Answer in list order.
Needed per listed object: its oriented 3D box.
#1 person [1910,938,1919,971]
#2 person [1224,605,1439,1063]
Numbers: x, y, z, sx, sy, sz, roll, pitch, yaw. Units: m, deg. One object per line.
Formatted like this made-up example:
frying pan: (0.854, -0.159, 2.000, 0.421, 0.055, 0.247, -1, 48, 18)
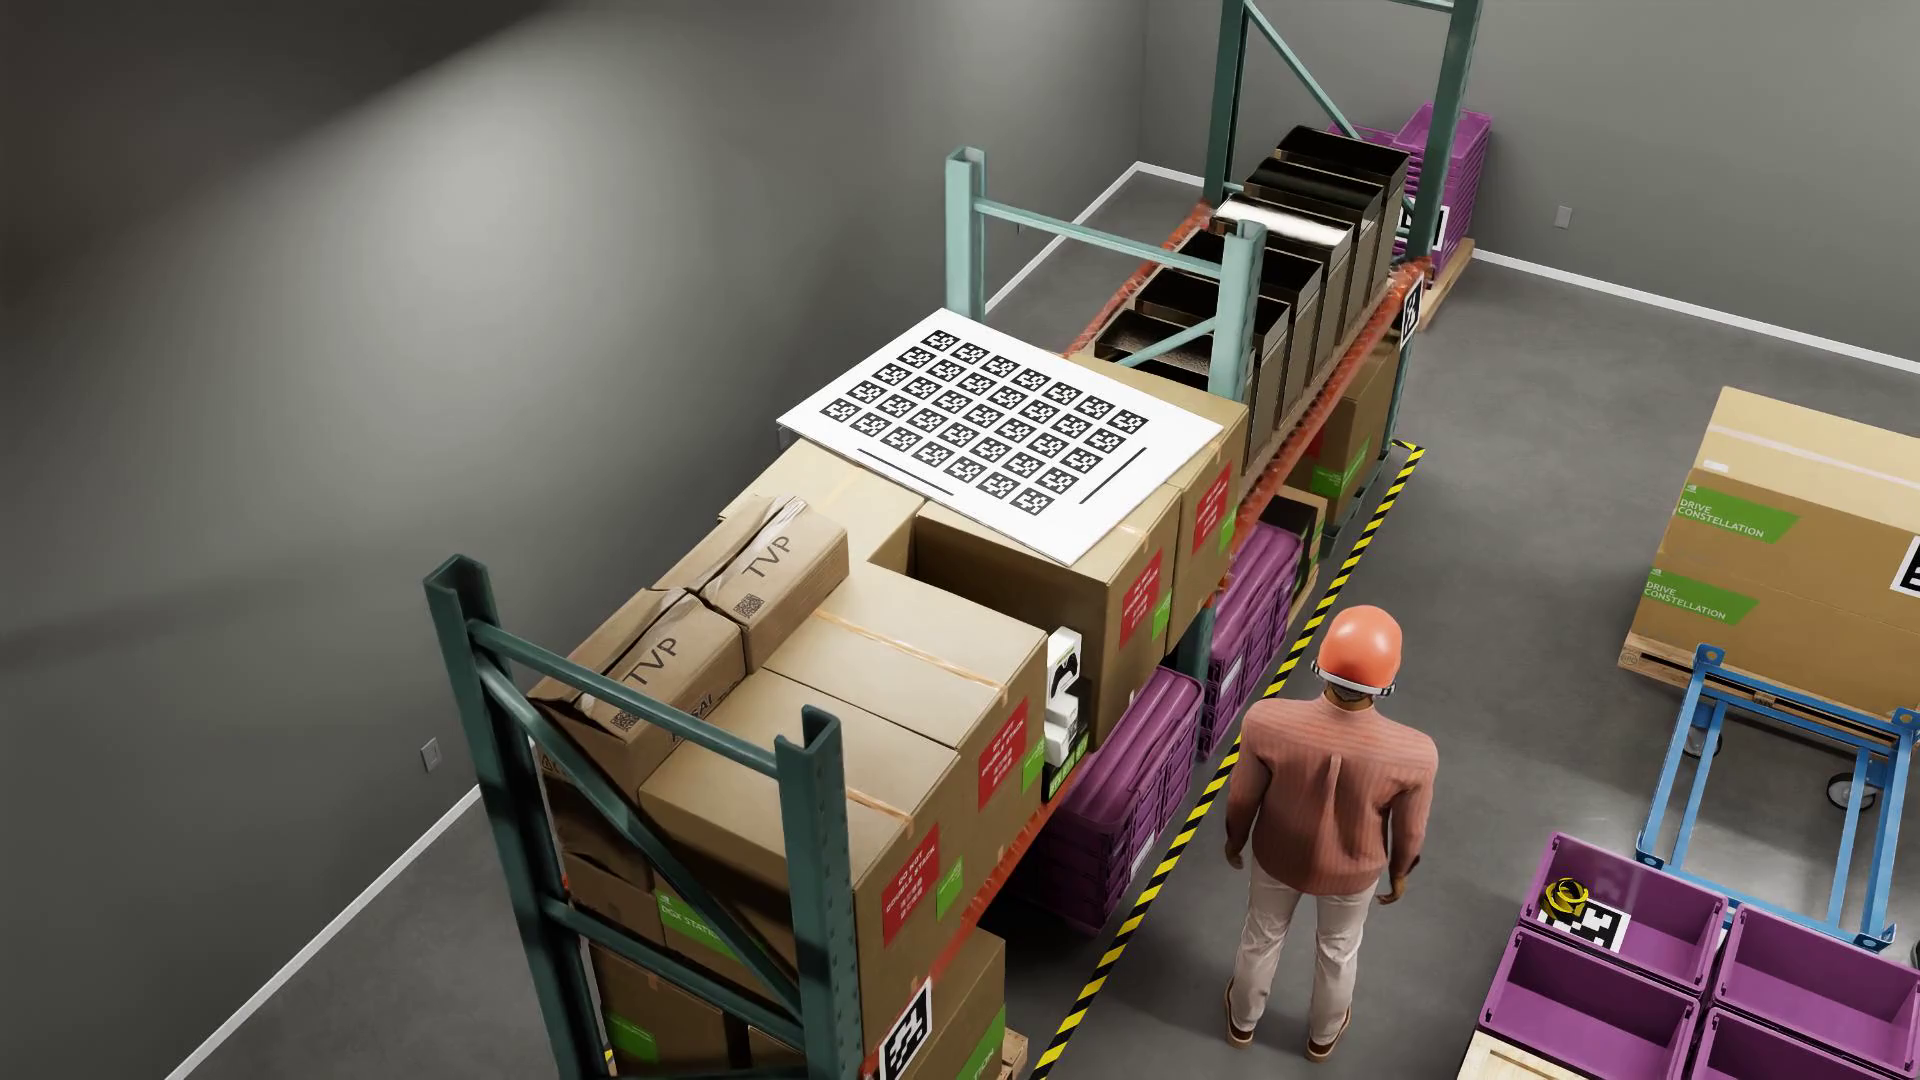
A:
person: (3.713, 0.940, 5.557, 0.602, 1.830, 0.404, 23, 45, 25)
person: (1.160, 0.991, 5.372, 0.621, 1.994, 0.381, 10, 41, 12)
